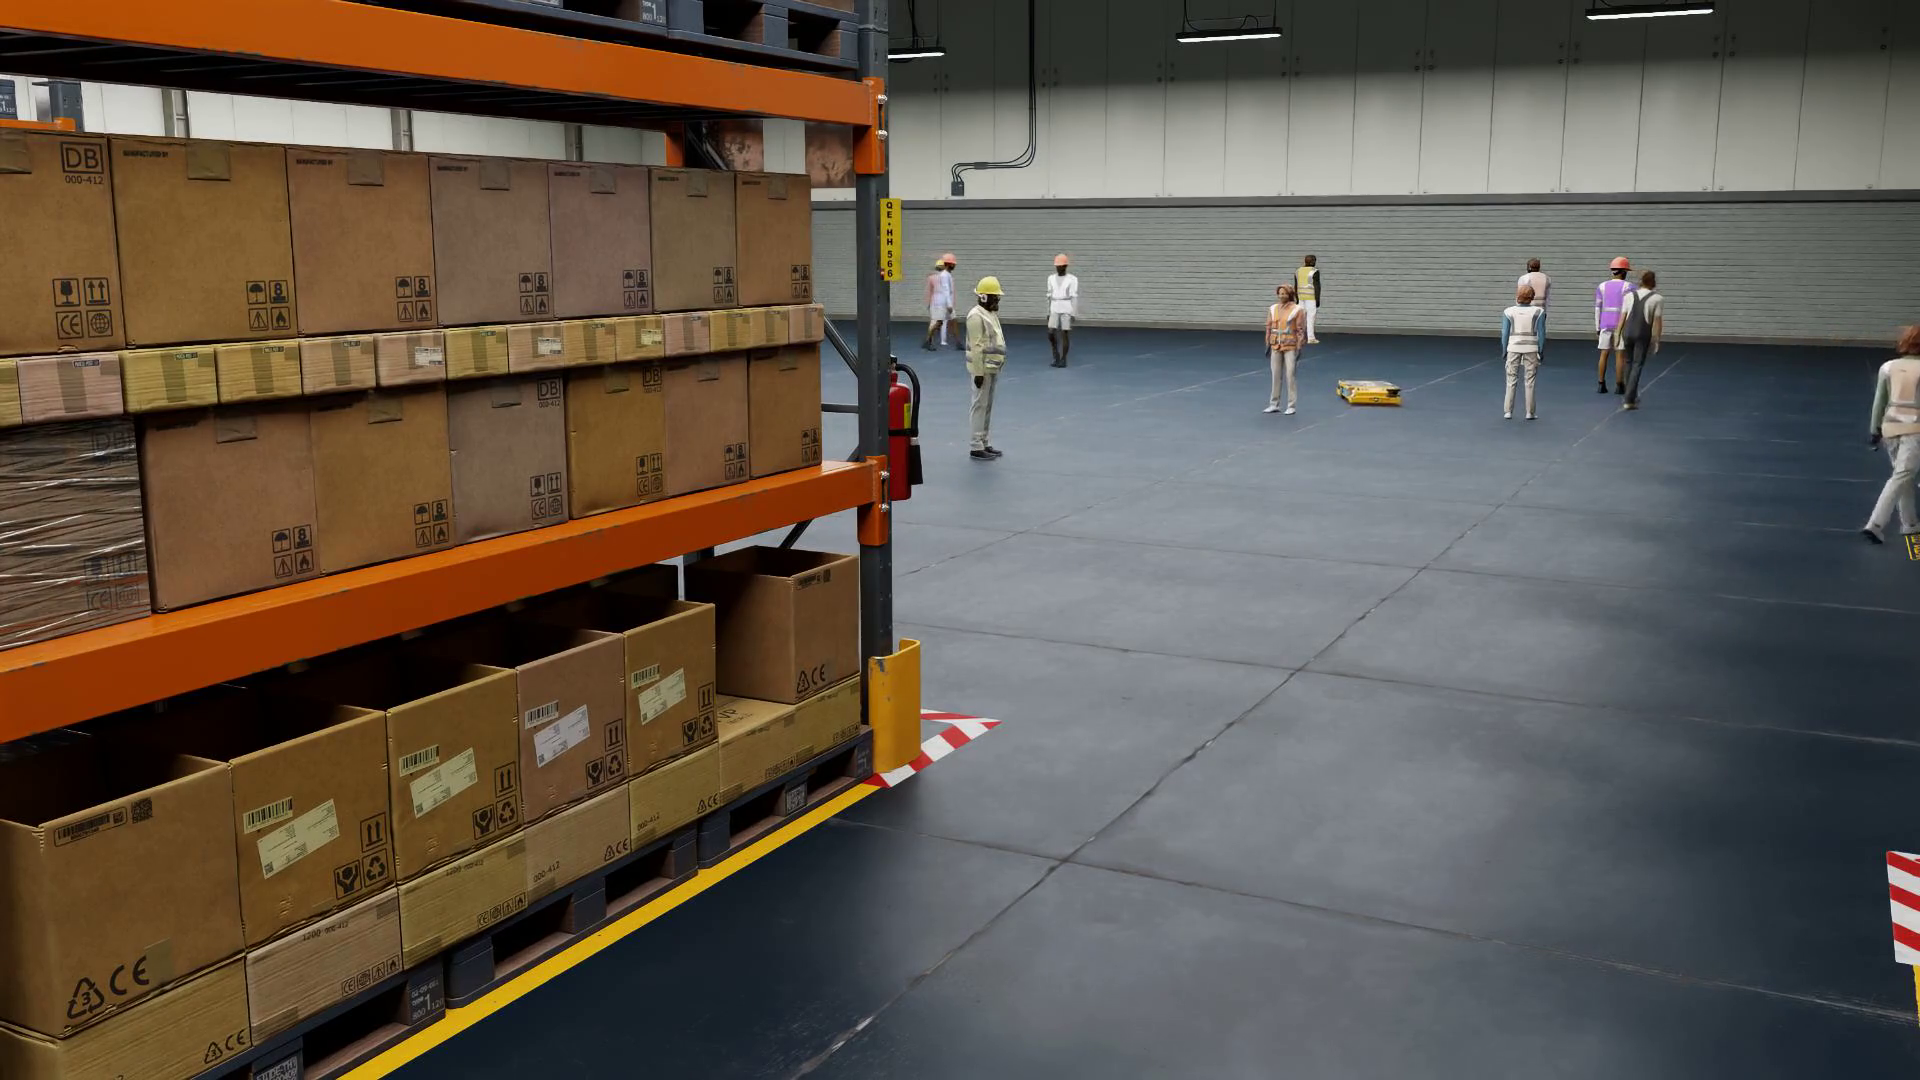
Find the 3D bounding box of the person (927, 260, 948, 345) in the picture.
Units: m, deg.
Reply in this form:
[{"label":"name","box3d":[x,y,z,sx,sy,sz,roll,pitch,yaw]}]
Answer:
[{"label":"person","box3d":[-0.427,-4.811,33.762,0.531,1.748,0.572,3,11,15]}]

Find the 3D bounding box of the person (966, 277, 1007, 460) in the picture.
[{"label":"person","box3d":[0.265,-1.724,16.720,0.404,1.827,0.600,3,11,15]}]

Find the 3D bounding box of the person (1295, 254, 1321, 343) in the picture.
[{"label":"person","box3d":[7.255,-5.012,34.615,0.429,1.842,0.630,-8,13,-36]}]

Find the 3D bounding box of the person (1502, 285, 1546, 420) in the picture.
[{"label":"person","box3d":[6.860,-2.280,20.272,0.513,1.641,0.307,5,11,24]}]

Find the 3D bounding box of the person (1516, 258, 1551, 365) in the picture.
[{"label":"person","box3d":[9.887,-3.944,28.798,0.624,1.844,0.430,-3,11,-14]}]

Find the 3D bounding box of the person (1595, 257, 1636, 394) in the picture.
[{"label":"person","box3d":[9.285,-3.034,23.577,0.547,1.934,0.375,9,14,41]}]

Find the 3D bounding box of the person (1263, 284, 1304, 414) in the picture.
[{"label":"person","box3d":[4.079,-2.400,20.931,0.522,1.636,0.310,10,14,42]}]

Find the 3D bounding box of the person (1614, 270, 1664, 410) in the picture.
[{"label":"person","box3d":[8.839,-2.590,21.589,0.535,1.781,0.906,9,14,42]}]

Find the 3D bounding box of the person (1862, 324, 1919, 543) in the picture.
[{"label":"person","box3d":[6.940,-0.780,12.211,0.855,1.598,0.508,-5,12,-25]}]

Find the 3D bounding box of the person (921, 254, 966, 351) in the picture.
[{"label":"person","box3d":[-0.301,-4.600,32.255,0.979,1.896,0.570,1,10,7]}]

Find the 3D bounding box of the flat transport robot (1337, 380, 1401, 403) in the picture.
[{"label":"flat transport robot","box3d":[5.552,-2.026,22.622,0.652,0.197,1.431,1,10,5]}]

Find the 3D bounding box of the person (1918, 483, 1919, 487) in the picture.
[{"label":"person","box3d":[8.743,-1.416,14.584,0.622,1.995,0.374,7,12,33]}]

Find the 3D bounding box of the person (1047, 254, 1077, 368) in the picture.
[{"label":"person","box3d":[1.697,-3.869,28.167,0.568,1.918,0.548,5,11,24]}]
